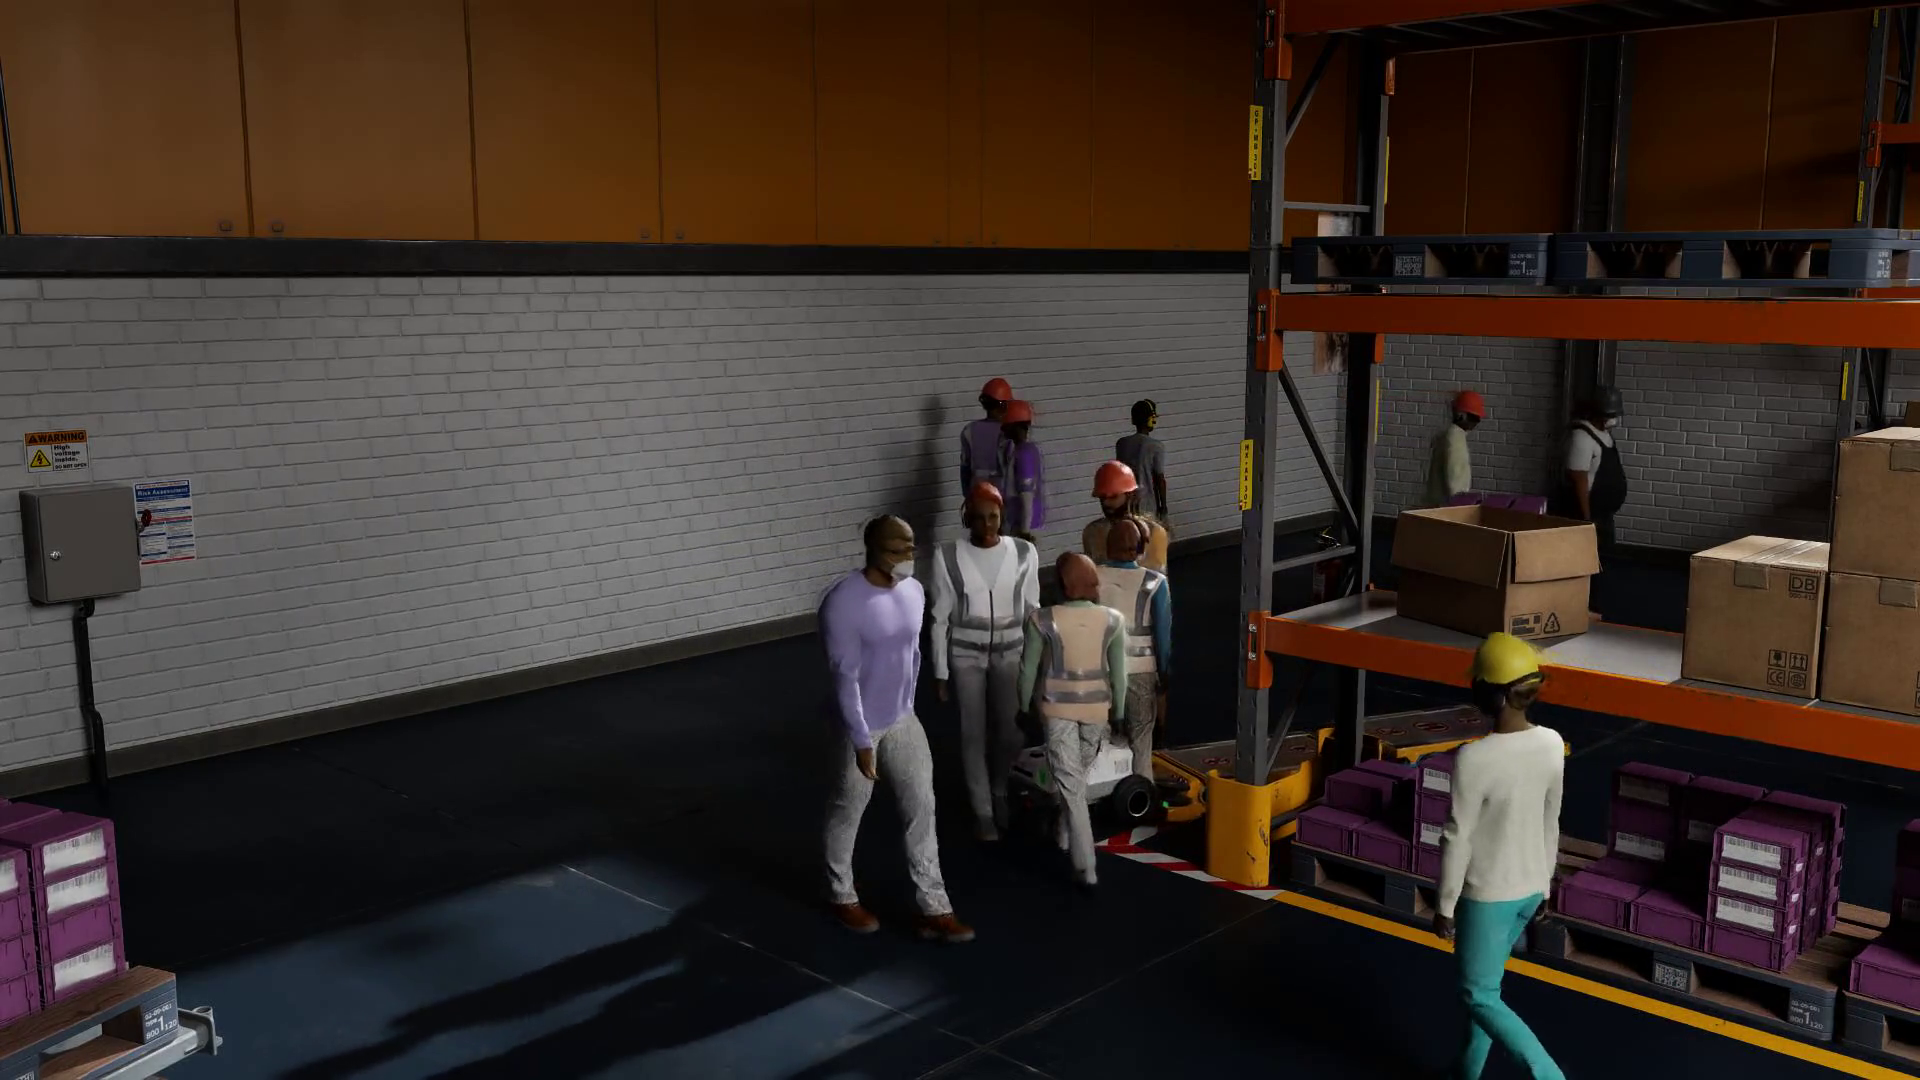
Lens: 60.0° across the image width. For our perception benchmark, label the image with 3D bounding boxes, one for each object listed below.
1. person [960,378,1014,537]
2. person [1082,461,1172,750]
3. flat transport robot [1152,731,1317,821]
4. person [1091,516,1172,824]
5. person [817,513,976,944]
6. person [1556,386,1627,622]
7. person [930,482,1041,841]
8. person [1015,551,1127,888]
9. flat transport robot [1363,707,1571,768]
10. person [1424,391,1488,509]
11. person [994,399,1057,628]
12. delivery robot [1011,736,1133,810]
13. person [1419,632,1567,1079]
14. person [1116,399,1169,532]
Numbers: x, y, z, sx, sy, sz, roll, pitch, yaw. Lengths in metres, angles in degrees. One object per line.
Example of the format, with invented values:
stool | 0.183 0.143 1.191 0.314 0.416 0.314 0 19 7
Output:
person | 0.292 -0.337 13.967 0.609 2.044 0.394 7 11 36
person | 0.983 0.468 9.591 0.558 1.891 0.954 5 10 27
flat transport robot | 1.622 1.305 9.322 1.431 0.197 0.652 -4 10 -23
person | 0.877 0.695 8.879 0.517 1.639 0.314 5 10 27
person | -0.286 0.838 7.197 0.628 1.896 0.908 -9 13 -44
person | 5.248 -0.314 13.839 0.541 2.000 0.732 7 11 35
person | 0.136 0.633 8.547 0.595 1.866 0.416 -2 9 -9
person | 0.552 0.846 8.092 0.515 1.596 0.869 -3 10 -18
flat transport robot | 2.880 1.199 9.975 1.431 0.197 0.652 -4 10 -23
person | 4.215 -0.297 14.059 0.962 1.930 0.685 4 10 21
person | 0.512 -0.169 13.307 0.505 1.921 0.556 1 9 4
delivery robot | 0.612 1.198 8.817 0.707 0.478 0.477 -6 11 -33
person | 1.856 1.182 5.585 0.528 1.742 0.742 -6 11 -33
person | 1.532 -0.244 13.934 0.513 1.872 0.328 8 12 39
